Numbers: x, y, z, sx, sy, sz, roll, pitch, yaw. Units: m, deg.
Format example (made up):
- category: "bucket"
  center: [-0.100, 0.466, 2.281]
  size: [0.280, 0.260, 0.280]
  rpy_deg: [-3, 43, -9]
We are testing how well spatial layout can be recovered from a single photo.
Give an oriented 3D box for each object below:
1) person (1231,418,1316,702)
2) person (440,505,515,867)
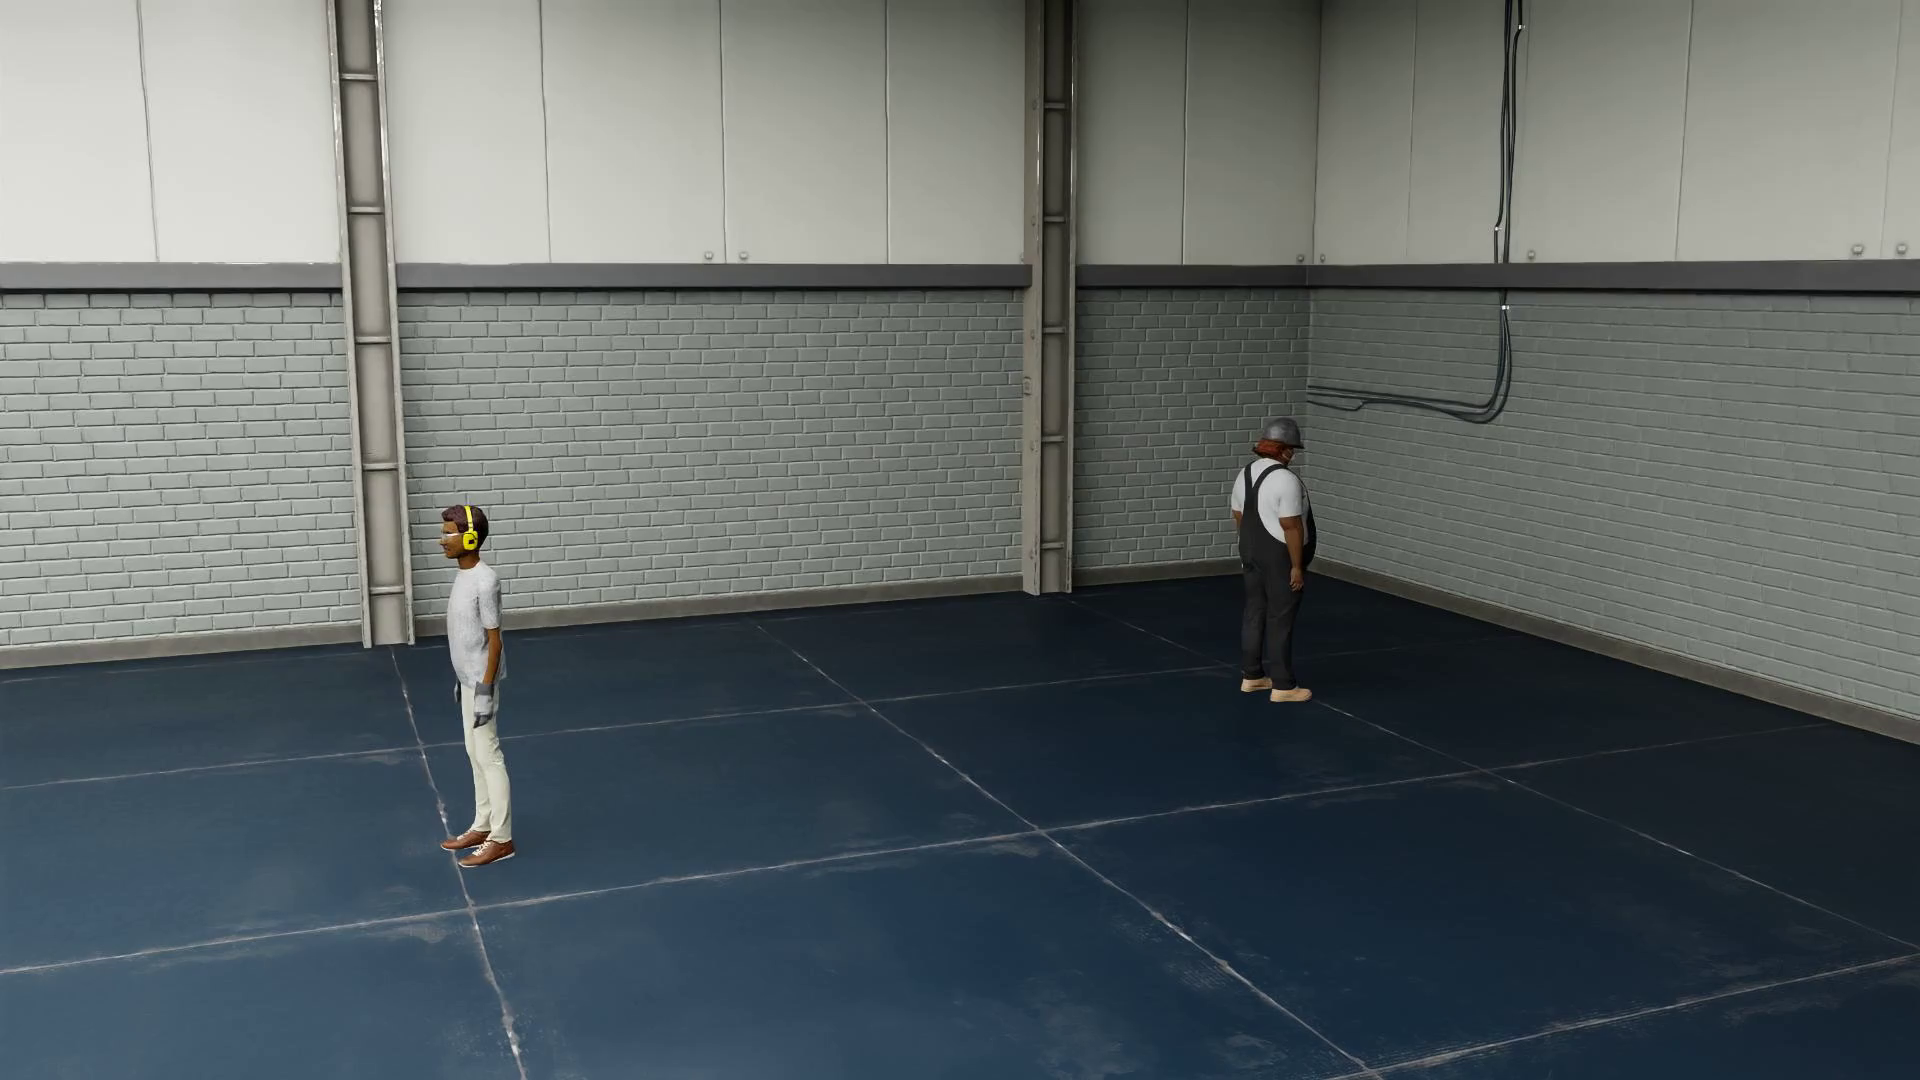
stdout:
- category: "person"
  center: [2.290, 0.123, 11.946]
  size: [0.536, 2.000, 0.675]
  rpy_deg: [-4, 10, -26]
- category: "person"
  center: [-2.511, 0.743, 8.581]
  size: [0.327, 1.874, 0.521]
  rpy_deg: [-5, 10, -30]
